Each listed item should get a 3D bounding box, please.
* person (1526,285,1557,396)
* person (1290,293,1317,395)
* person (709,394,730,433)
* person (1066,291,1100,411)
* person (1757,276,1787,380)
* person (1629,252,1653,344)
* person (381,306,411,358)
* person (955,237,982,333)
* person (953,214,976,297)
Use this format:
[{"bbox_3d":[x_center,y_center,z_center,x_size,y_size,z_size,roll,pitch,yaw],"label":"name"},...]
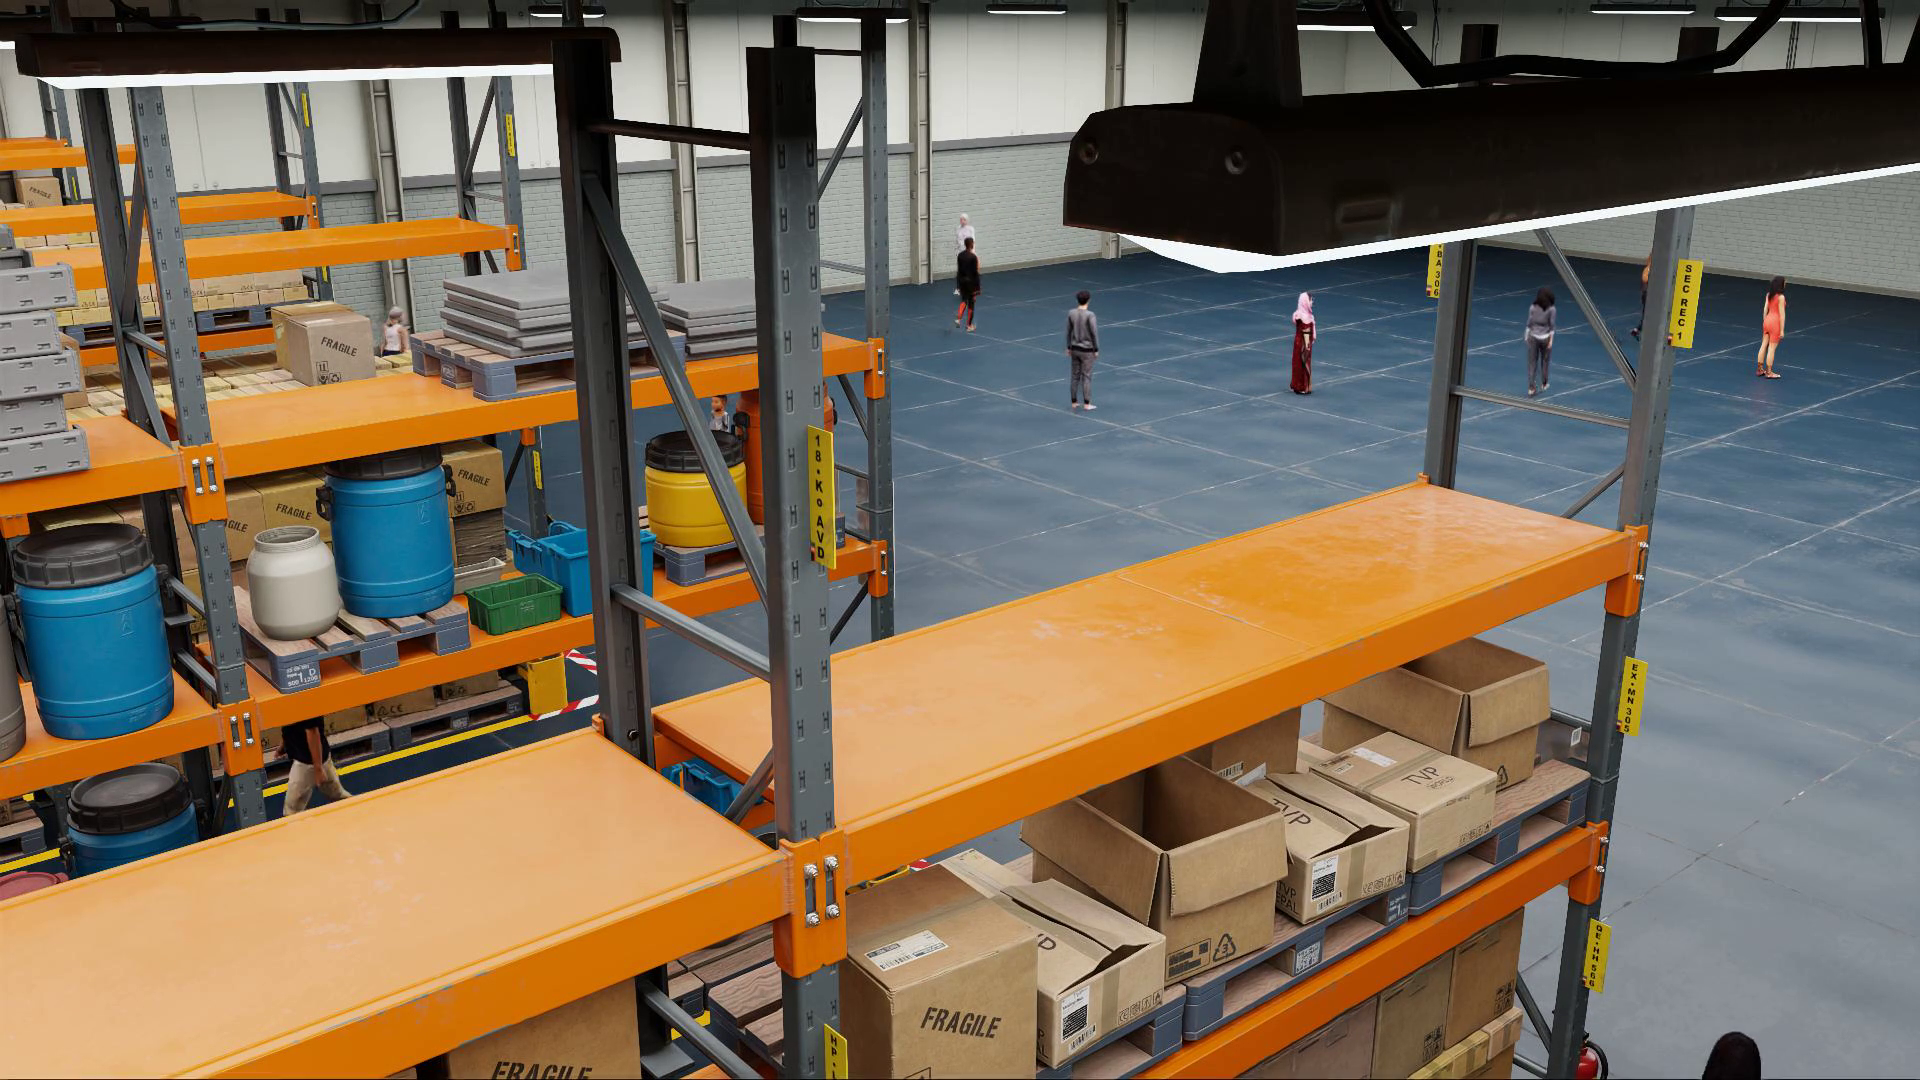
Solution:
[{"bbox_3d":[9.248,-3.163,26.582,0.857,1.738,1.075,9,20,26],"label":"person"},{"bbox_3d":[5.523,-3.171,26.768,0.813,1.637,0.764,1,18,2],"label":"person"},{"bbox_3d":[-3.045,-1.224,21.076,0.622,1.459,0.592,11,21,31],"label":"person"},{"bbox_3d":[1.891,-2.949,25.752,0.741,1.844,0.639,12,21,32],"label":"person"},{"bbox_3d":[13.628,-3.576,27.888,0.671,1.714,0.666,-4,19,-13],"label":"person"},{"bbox_3d":[12.584,-4.433,30.534,0.927,1.704,0.851,-1,18,-3],"label":"person"},{"bbox_3d":[-8.619,-2.681,25.211,0.834,1.670,0.829,3,18,8],"label":"person"},{"bbox_3d":[0.103,-4.850,31.660,0.770,1.801,0.854,11,21,31],"label":"person"},{"bbox_3d":[0.138,-6.071,35.533,1.047,1.725,1.254,6,19,18],"label":"person"}]
